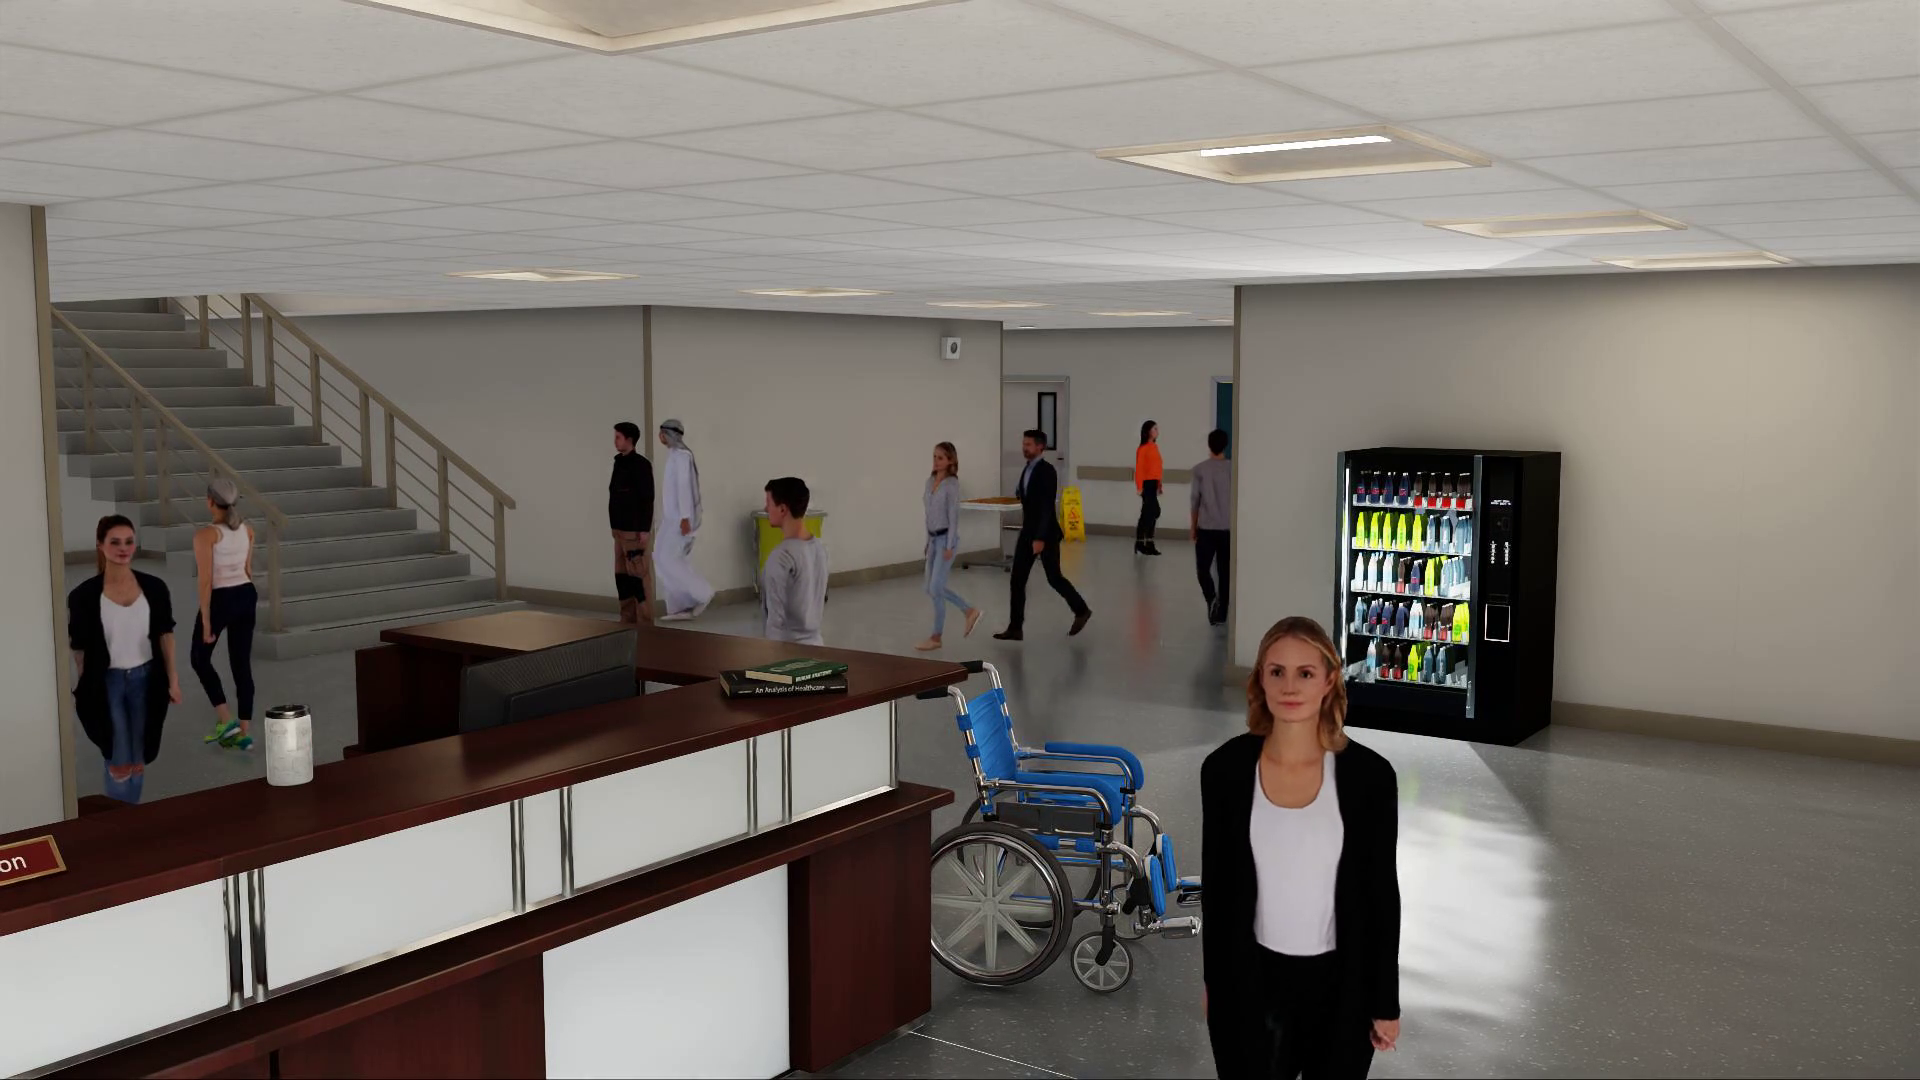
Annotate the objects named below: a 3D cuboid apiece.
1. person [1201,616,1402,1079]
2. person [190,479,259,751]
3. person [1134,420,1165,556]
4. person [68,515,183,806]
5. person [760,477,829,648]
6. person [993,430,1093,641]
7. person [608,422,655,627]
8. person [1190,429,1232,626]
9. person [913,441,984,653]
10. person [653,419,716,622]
[{"bbox_3d":[0.805,1.078,3.922,1.182,1.764,0.975,1,6,13],"label":"person"},{"bbox_3d":[-4.476,0.473,10.317,0.632,1.688,0.623,3,7,29],"label":"person"},{"bbox_3d":[2.332,-0.663,21.380,0.655,1.734,0.646,3,7,31],"label":"person"},{"bbox_3d":[-4.063,0.715,8.027,0.716,1.665,0.860,-5,8,-43],"label":"person"},{"bbox_3d":[-0.751,0.617,8.196,1.041,1.826,0.713,3,6,26],"label":"person"},{"bbox_3d":[0.764,-0.019,14.477,0.960,1.834,1.213,-4,7,-36],"label":"person"},{"bbox_3d":[-2.898,-0.082,14.657,0.819,1.923,0.622,-5,8,-40],"label":"person"},{"bbox_3d":[2.367,-0.090,15.239,1.049,1.822,1.062,0,6,-2],"label":"person"},{"bbox_3d":[-0.077,0.066,13.956,0.905,1.769,0.930,-3,7,-29],"label":"person"},{"bbox_3d":[-2.560,-0.181,15.723,0.985,1.908,0.935,-2,6,-22],"label":"person"}]
